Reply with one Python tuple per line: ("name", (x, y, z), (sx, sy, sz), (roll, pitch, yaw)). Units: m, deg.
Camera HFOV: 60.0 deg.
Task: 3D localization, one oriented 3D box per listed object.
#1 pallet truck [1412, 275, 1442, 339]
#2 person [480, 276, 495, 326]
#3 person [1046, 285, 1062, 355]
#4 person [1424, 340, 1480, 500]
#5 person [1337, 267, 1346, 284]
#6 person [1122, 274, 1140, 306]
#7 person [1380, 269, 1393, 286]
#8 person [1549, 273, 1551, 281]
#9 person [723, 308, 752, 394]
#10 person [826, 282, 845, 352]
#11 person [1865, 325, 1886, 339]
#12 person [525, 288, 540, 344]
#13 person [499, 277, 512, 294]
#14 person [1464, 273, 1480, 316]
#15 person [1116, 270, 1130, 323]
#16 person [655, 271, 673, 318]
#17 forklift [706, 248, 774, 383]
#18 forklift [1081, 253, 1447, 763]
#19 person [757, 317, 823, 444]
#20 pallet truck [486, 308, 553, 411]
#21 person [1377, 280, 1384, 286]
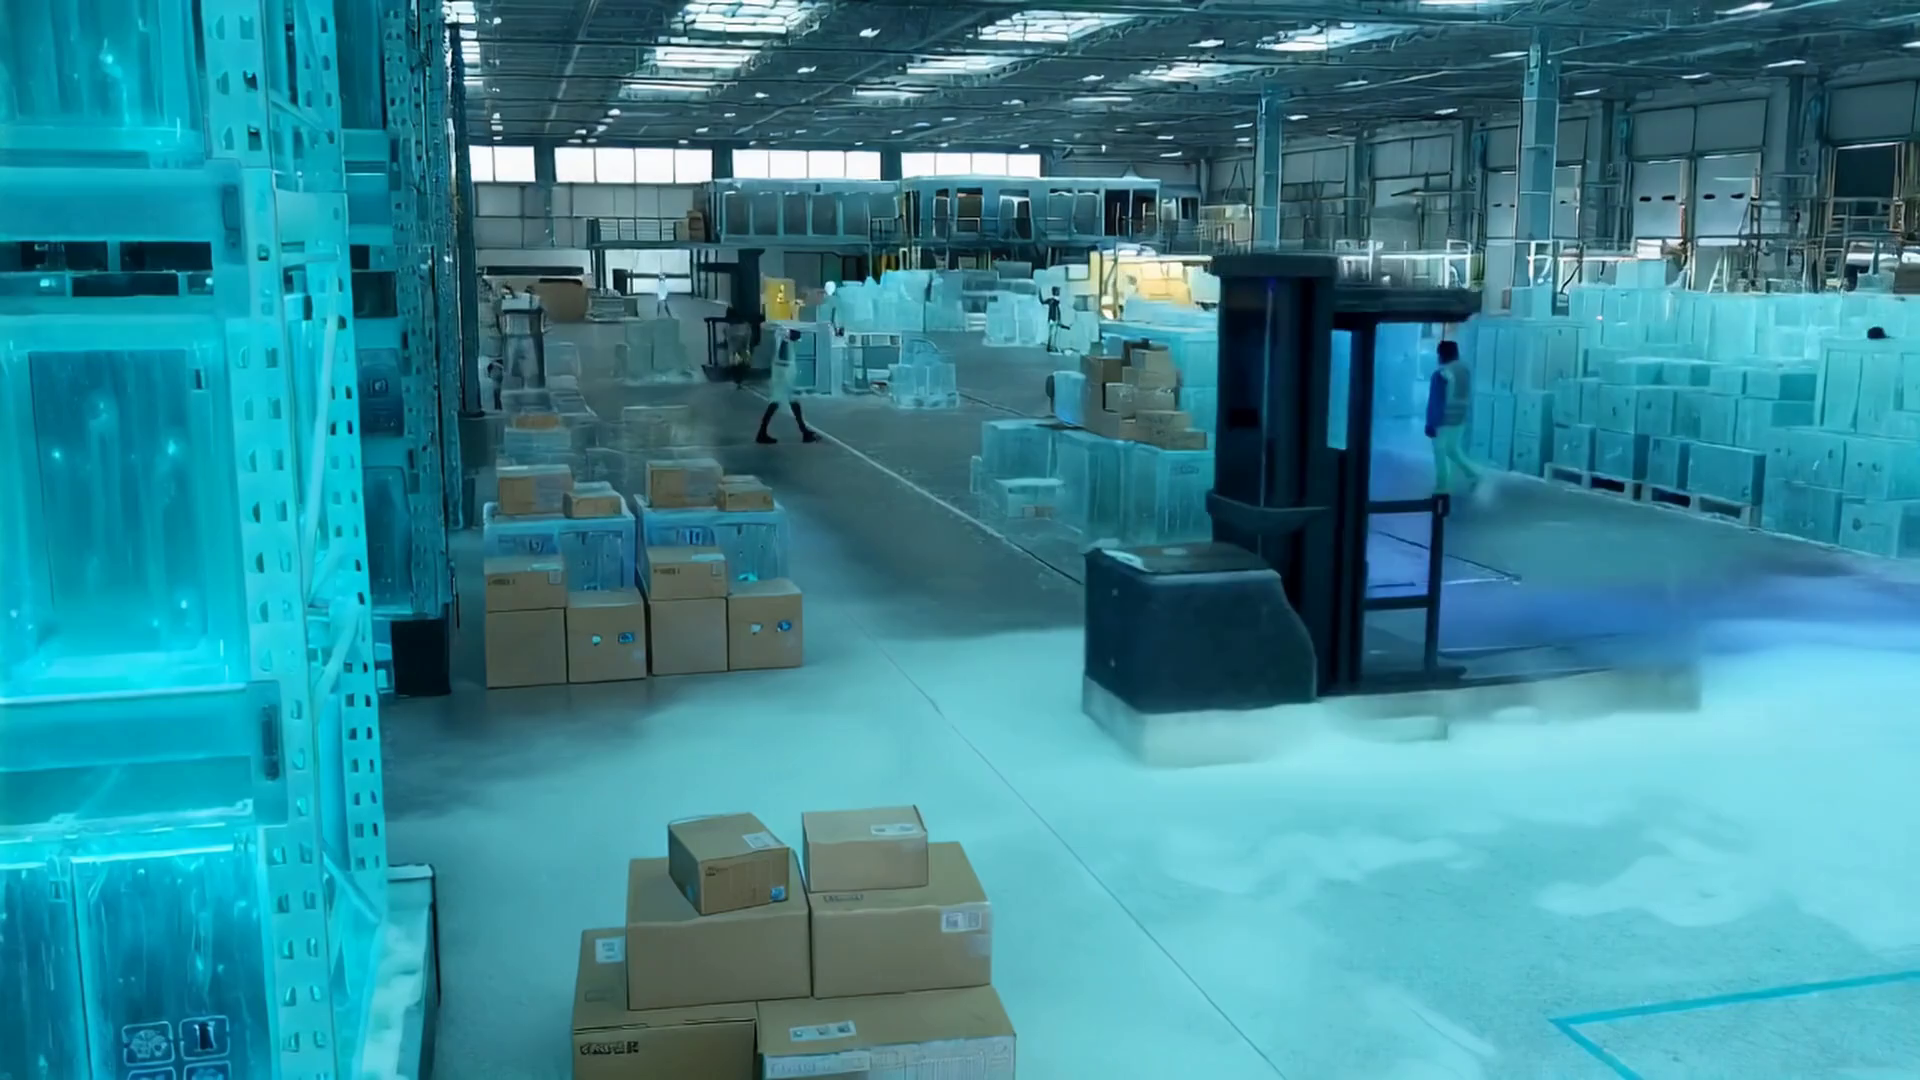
("pallet truck", (14.620, -7.324, 52.145), (0.823, 1.965, 1.885), (8, 13, 40))
("person", (-17.029, -8.603, 59.911), (0.649, 1.819, 0.404), (8, 13, 37))
("person", (2.494, -5.828, 44.078), (0.324, 1.857, 0.530), (-9, 13, -41))
("person", (5.534, -1.333, 18.734), (0.632, 1.824, 0.521), (-8, 13, -38))
("person", (19.457, -13.088, 85.296), (0.650, 1.816, 0.455), (-3, 11, -18))
("person", (5.947, -8.199, 57.347), (0.573, 1.901, 0.747), (7, 12, 36))
("person", (19.109, -11.235, 74.661), (0.996, 1.876, 0.604), (-9, 14, -42))
("person", (23.162, -9.606, 65.623), (0.532, 1.817, 1.015), (2, 10, 9))
("person", (-4.345, -3.659, 32.285), (0.548, 1.673, 0.570), (2, 10, 10))
("person", (-3.448, -6.074, 45.333), (0.971, 1.899, 0.630), (-7, 12, -34))
("person", (11.414, -1.711, 20.657), (0.631, 1.908, 0.933), (-4, 11, -22))
("person", (-12.644, -6.636, 49.271), (0.315, 1.636, 0.514), (8, 13, 39))
("person", (-17.356, -9.183, 63.473), (0.482, 1.714, 0.818), (0, 10, 0))
("person", (18.353, -8.597, 59.597), (0.582, 1.919, 0.398), (-2, 10, -9))
("person", (5.665, -8.404, 58.139), (0.536, 2.000, 0.680), (4, 11, 22))
("person", (-11.109, -9.053, 62.085), (0.626, 1.951, 1.003), (8, 13, 39))
("forklift", (-4.407, -4.767, 35.169), (1.873, 2.768, 1.129), (-3, 10, -15))
("forklift", (1.748, -0.253, 9.604), (1.873, 2.768, 1.129), (-3, 10, -15))
("person", (-2.496, -2.296, 24.075), (1.032, 1.849, 0.550), (2, 10, 11))
("pallet truck", (-6.242, -2.418, 24.362), (0.823, 1.965, 1.885), (1, 10, 3))
("person", (12.122, -6.558, 48.121), (0.574, 1.886, 0.360), (4, 11, 21))
